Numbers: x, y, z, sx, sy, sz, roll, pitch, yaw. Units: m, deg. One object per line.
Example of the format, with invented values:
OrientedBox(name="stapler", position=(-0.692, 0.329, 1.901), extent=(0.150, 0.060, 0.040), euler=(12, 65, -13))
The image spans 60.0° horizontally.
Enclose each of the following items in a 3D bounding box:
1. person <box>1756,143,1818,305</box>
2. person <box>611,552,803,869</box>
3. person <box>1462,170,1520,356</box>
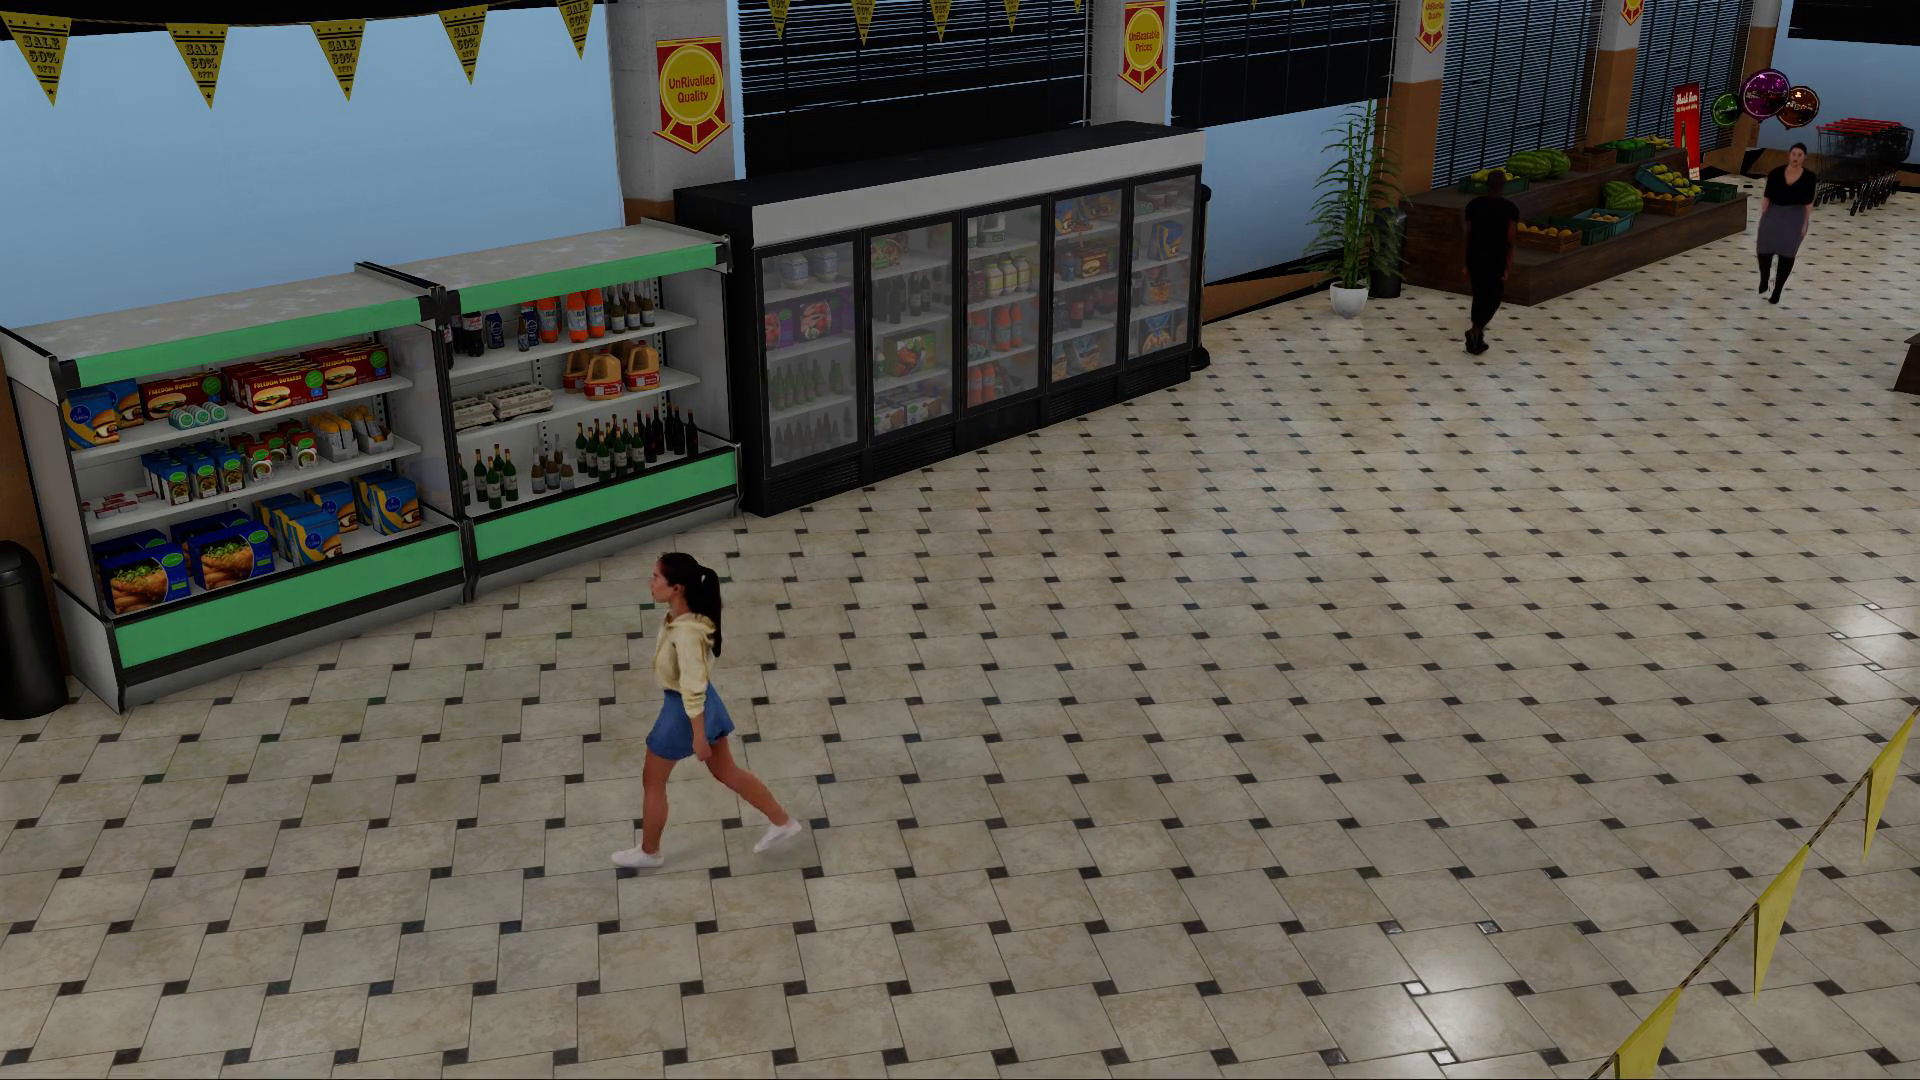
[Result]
OrientedBox(name="person", position=(8.996, -3.456, 18.137), extent=(0.721, 1.743, 0.754), euler=(14, 26, 31))
OrientedBox(name="person", position=(-1.162, 0.817, 7.705), extent=(1.192, 1.592, 1.120), euler=(0, 22, -1))
OrientedBox(name="person", position=(5.038, -2.625, 15.987), extent=(0.764, 1.803, 1.011), euler=(15, 26, 33))
